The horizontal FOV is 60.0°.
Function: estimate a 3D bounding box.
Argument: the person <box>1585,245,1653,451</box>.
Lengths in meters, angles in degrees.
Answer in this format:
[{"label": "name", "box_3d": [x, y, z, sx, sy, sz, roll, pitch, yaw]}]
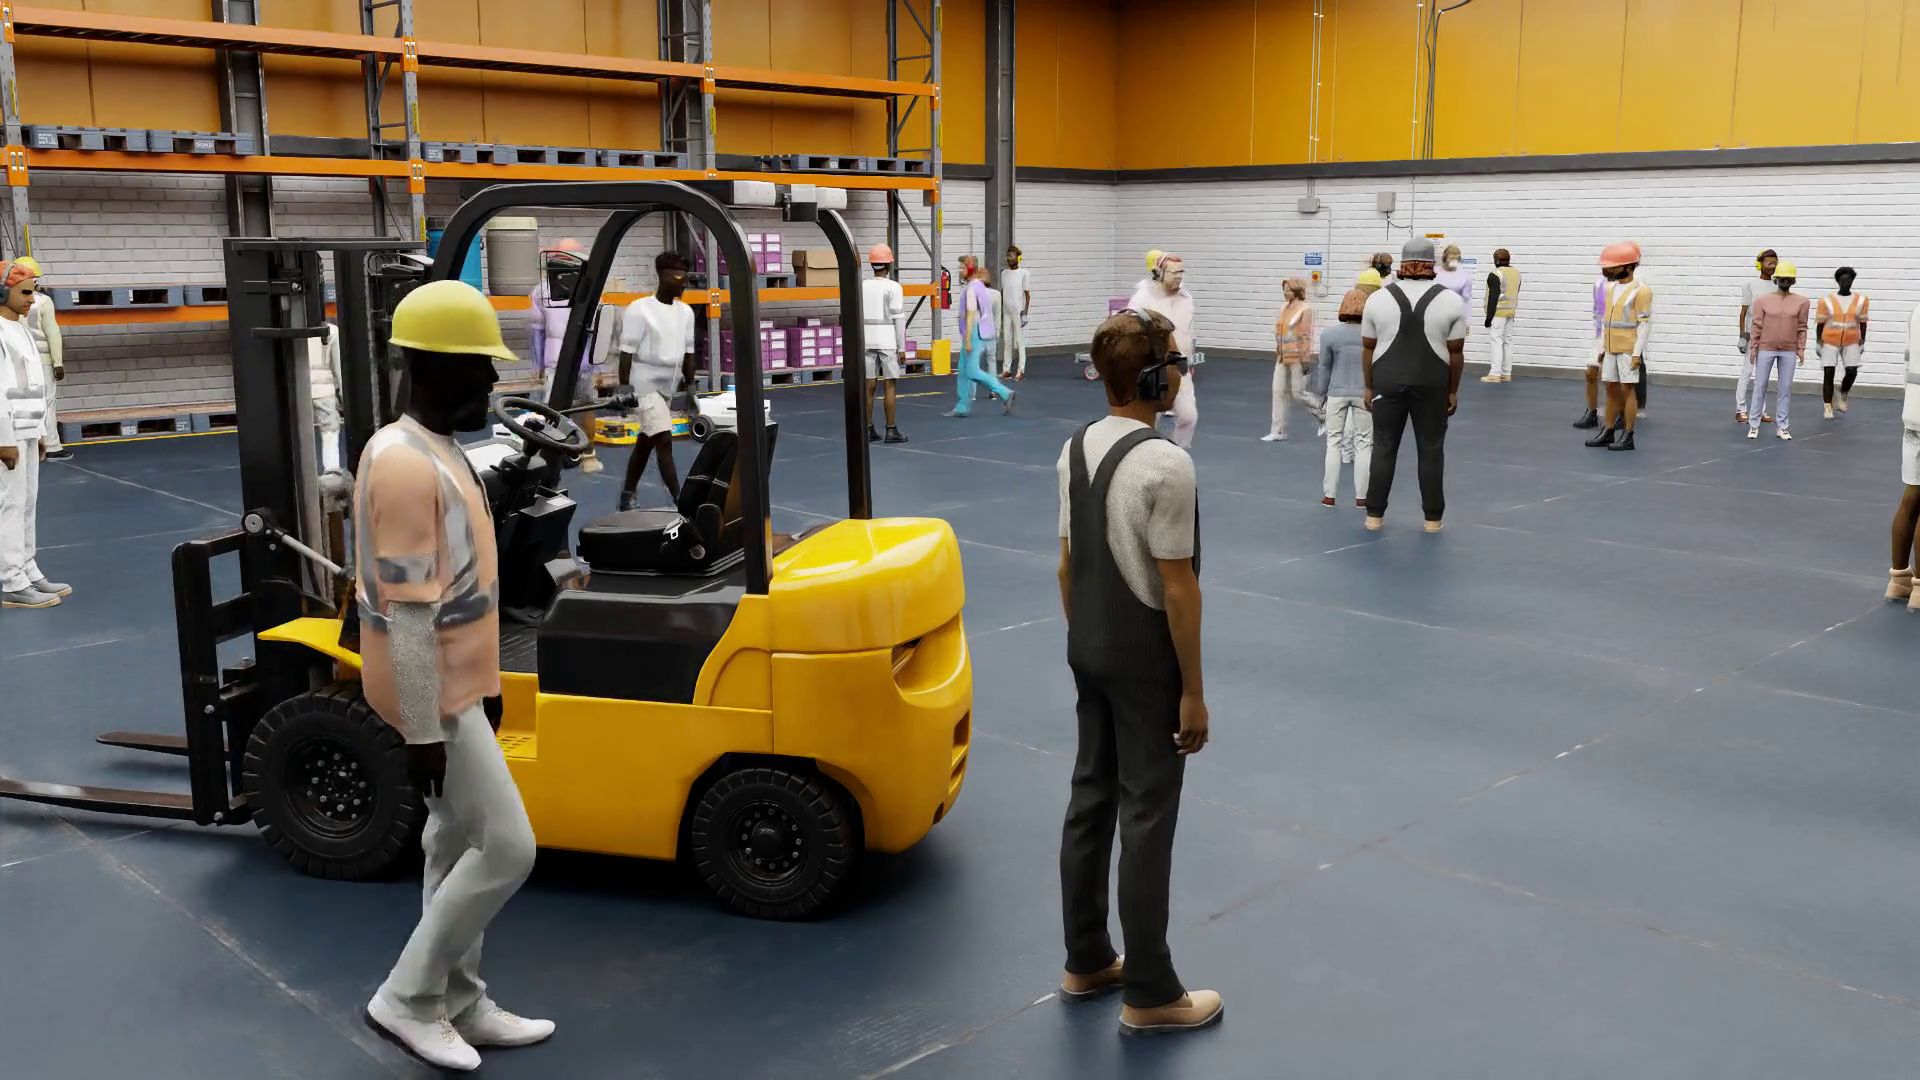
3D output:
[{"label": "person", "box_3d": [6.228, -1.808, 15.704, 0.375, 1.930, 0.542, -4, 11, -19]}]

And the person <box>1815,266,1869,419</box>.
[{"label": "person", "box_3d": [9.714, -2.175, 18.374, 0.538, 1.687, 0.422, 4, 11, 19]}]

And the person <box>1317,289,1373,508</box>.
[{"label": "person", "box_3d": [2.914, -1.048, 12.396, 0.502, 1.626, 0.283, 3, 11, 14]}]

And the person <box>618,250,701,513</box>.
[{"label": "person", "box_3d": [-2.085, -1.057, 11.655, 0.928, 1.908, 0.630, 5, 12, 27]}]

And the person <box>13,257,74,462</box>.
[{"label": "person", "box_3d": [-8.313, -1.613, 14.907, 0.600, 1.830, 0.403, 1, 10, 6]}]

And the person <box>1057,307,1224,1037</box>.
[{"label": "person", "box_3d": [0.447, 0.337, 4.240, 0.345, 1.846, 0.508, -7, 12, -32]}]

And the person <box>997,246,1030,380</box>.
[{"label": "person", "box_3d": [0.738, -3.176, 23.315, 0.509, 1.877, 0.328, 7, 13, 35]}]

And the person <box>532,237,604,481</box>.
[{"label": "person", "box_3d": [-3.257, -1.492, 13.773, 0.617, 2.008, 0.982, 2, 11, 10]}]

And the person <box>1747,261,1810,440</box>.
[{"label": "person", "box_3d": [8.132, -1.880, 16.541, 0.525, 1.772, 0.304, 3, 11, 15]}]

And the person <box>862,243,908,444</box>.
[{"label": "person", "box_3d": [-0.759, -1.908, 16.217, 0.552, 1.942, 0.343, 6, 12, 29]}]

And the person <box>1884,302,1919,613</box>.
[{"label": "person", "box_3d": [5.287, -0.619, 8.941, 0.384, 2.035, 0.605, 1, 10, 7]}]

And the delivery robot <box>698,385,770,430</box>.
[{"label": "delivery robot", "box_3d": [-2.223, -1.276, 16.299, 0.707, 0.478, 0.477, 5, 11, 24]}]

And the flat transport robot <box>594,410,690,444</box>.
[{"label": "flat transport robot", "box_3d": [-3.049, -1.132, 16.548, 0.652, 0.197, 1.431, 10, 14, 43]}]

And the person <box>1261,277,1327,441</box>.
[{"label": "person", "box_3d": [3.332, -1.775, 16.382, 0.672, 1.621, 0.522, -4, 11, -22]}]

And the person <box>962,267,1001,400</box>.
[{"label": "person", "box_3d": [0.266, -2.542, 20.535, 0.500, 1.628, 0.271, -1, 10, -7]}]

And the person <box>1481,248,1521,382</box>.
[{"label": "person", "box_3d": [7.453, -3.096, 22.977, 0.630, 1.839, 0.429, -8, 13, -38]}]

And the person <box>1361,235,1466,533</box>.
[{"label": "person", "box_3d": [3.108, -1.080, 11.433, 0.689, 2.000, 0.536, 4, 11, 19]}]

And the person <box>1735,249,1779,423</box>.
[{"label": "person", "box_3d": [8.664, -2.192, 17.979, 0.513, 1.867, 0.328, -2, 11, -9]}]

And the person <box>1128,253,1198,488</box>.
[{"label": "person", "box_3d": [1.632, -1.322, 13.188, 0.643, 1.883, 0.573, -5, 11, -25]}]

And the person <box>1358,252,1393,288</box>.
[{"label": "person", "box_3d": [4.966, -2.509, 19.819, 0.662, 1.826, 0.443, -10, 14, -43]}]

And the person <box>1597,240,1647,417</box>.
[{"label": "person", "box_3d": [7.360, -2.340, 18.517, 0.714, 1.958, 0.651, 5, 11, 24]}]

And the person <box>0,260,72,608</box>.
[{"label": "person", "box_3d": [-5.158, -0.576, 9.103, 0.359, 1.887, 0.573, -2, 11, -13]}]

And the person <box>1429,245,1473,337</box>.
[{"label": "person", "box_3d": [6.025, -2.679, 20.567, 0.638, 1.886, 1.006, 0, 10, -3]}]

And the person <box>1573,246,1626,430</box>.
[{"label": "person", "box_3d": [6.712, -2.080, 17.229, 0.713, 1.907, 0.565, -6, 12, -31]}]

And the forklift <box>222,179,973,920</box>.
[{"label": "forklift", "box_3d": [-1.114, -0.058, 5.440, 2.313, 2.155, 1.214, 2, 11, 13]}]

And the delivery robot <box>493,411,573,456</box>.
[{"label": "delivery robot", "box_3d": [-3.683, -0.921, 14.366, 0.477, 0.478, 0.707, 7, 12, 32]}]

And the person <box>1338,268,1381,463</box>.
[{"label": "person", "box_3d": [3.594, -1.546, 14.802, 0.491, 1.741, 0.334, 6, 12, 31]}]

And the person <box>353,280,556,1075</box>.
[{"label": "person", "box_3d": [-1.214, 0.346, 3.985, 0.401, 1.914, 0.621, -2, 11, -11]}]

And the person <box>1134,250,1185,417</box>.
[{"label": "person", "box_3d": [2.278, -2.334, 18.767, 0.666, 1.874, 0.835, 0, 10, -2]}]

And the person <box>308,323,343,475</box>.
[{"label": "person", "box_3d": [-4.966, -1.110, 12.735, 0.517, 1.622, 0.456, -3, 11, -18]}]

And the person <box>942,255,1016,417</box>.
[{"label": "person", "box_3d": [0.205, -2.234, 18.351, 0.758, 1.820, 0.568, 1, 10, 6]}]
